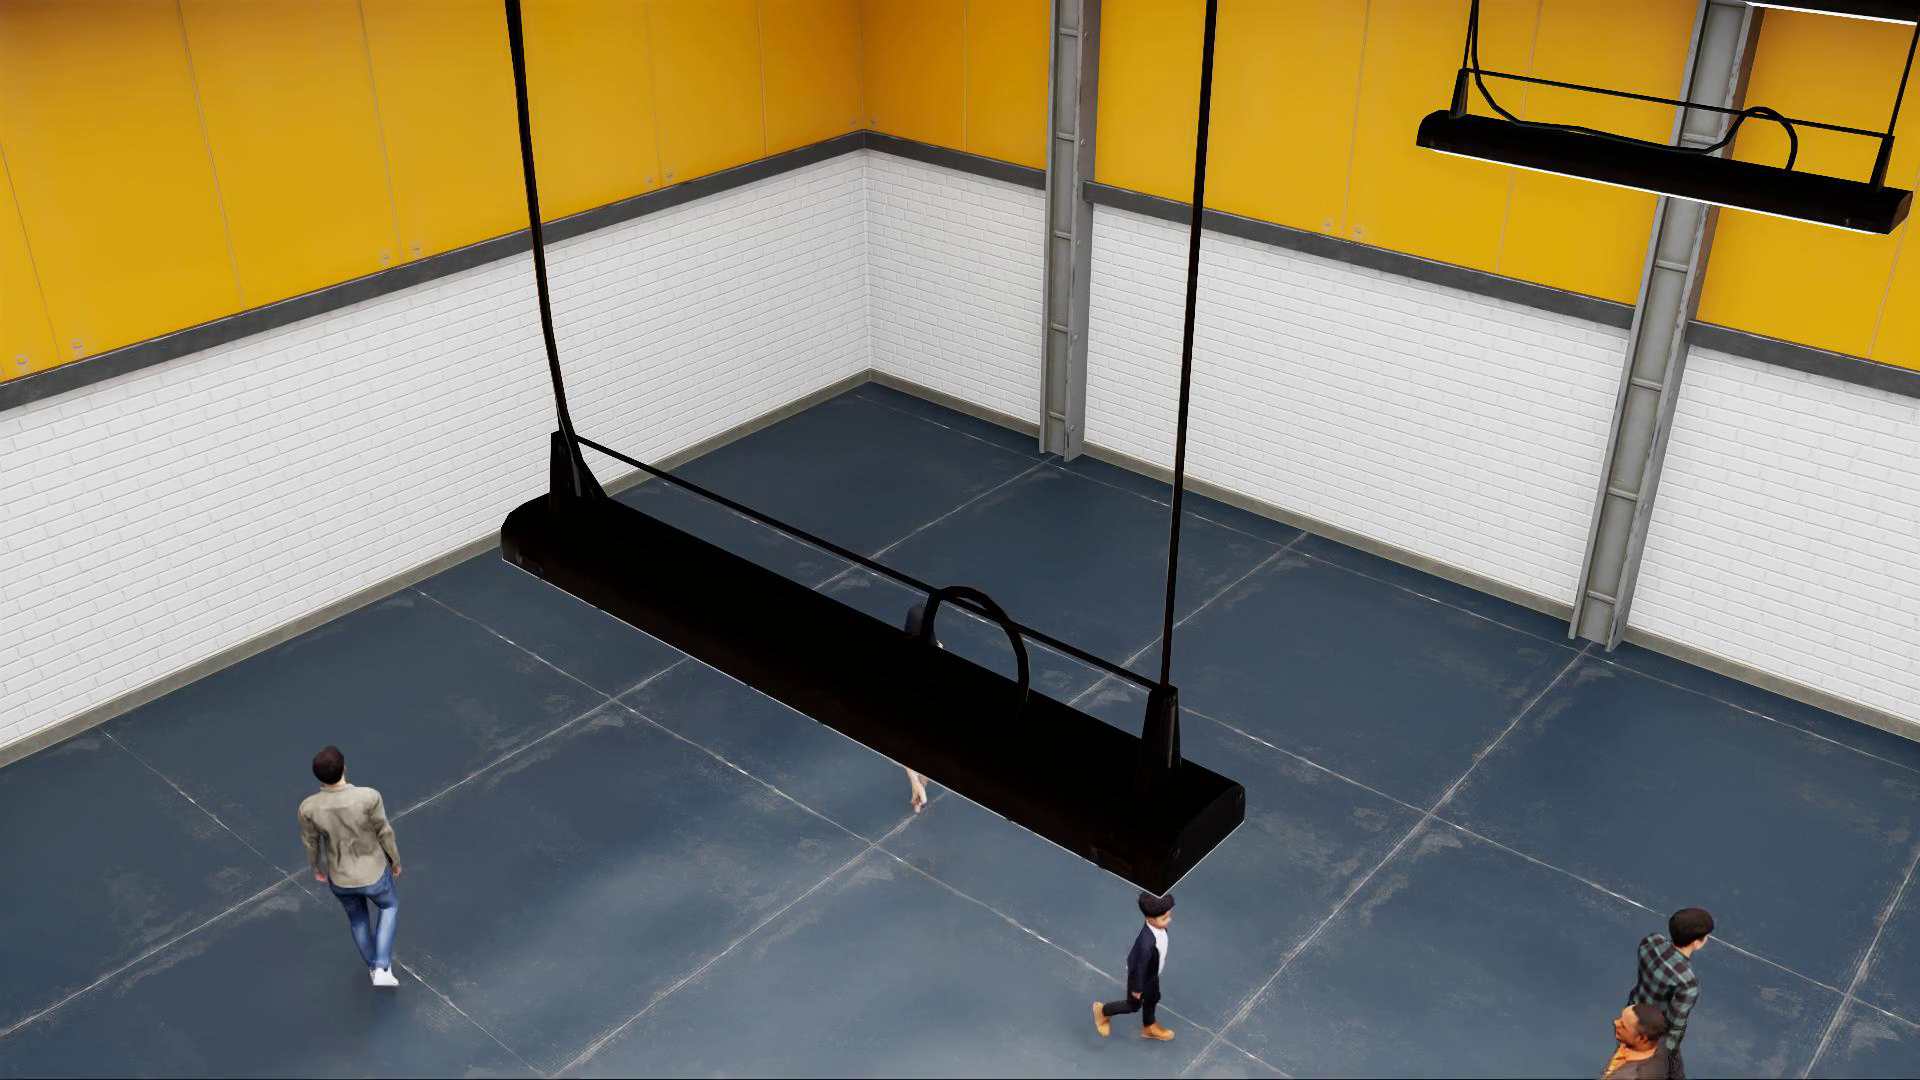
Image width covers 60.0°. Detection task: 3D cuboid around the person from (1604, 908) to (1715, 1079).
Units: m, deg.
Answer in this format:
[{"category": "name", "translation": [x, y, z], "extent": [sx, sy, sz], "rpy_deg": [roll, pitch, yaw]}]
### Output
[{"category": "person", "translation": [3.869, 2.771, 9.449], "extent": [0.972, 1.696, 0.977], "rpy_deg": [-9, 30, -16]}]

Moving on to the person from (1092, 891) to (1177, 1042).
[{"category": "person", "translation": [1.104, 2.660, 10.409], "extent": [0.816, 1.209, 0.645], "rpy_deg": [10, 30, 17]}]

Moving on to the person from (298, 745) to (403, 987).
[{"category": "person", "translation": [-3.858, 2.171, 10.630], "extent": [0.928, 1.857, 0.988], "rpy_deg": [-5, 29, -9]}]

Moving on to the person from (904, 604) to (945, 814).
[{"category": "person", "translation": [-0.300, 1.310, 12.306], "extent": [0.831, 1.764, 0.895], "rpy_deg": [-5, 29, -9]}]
